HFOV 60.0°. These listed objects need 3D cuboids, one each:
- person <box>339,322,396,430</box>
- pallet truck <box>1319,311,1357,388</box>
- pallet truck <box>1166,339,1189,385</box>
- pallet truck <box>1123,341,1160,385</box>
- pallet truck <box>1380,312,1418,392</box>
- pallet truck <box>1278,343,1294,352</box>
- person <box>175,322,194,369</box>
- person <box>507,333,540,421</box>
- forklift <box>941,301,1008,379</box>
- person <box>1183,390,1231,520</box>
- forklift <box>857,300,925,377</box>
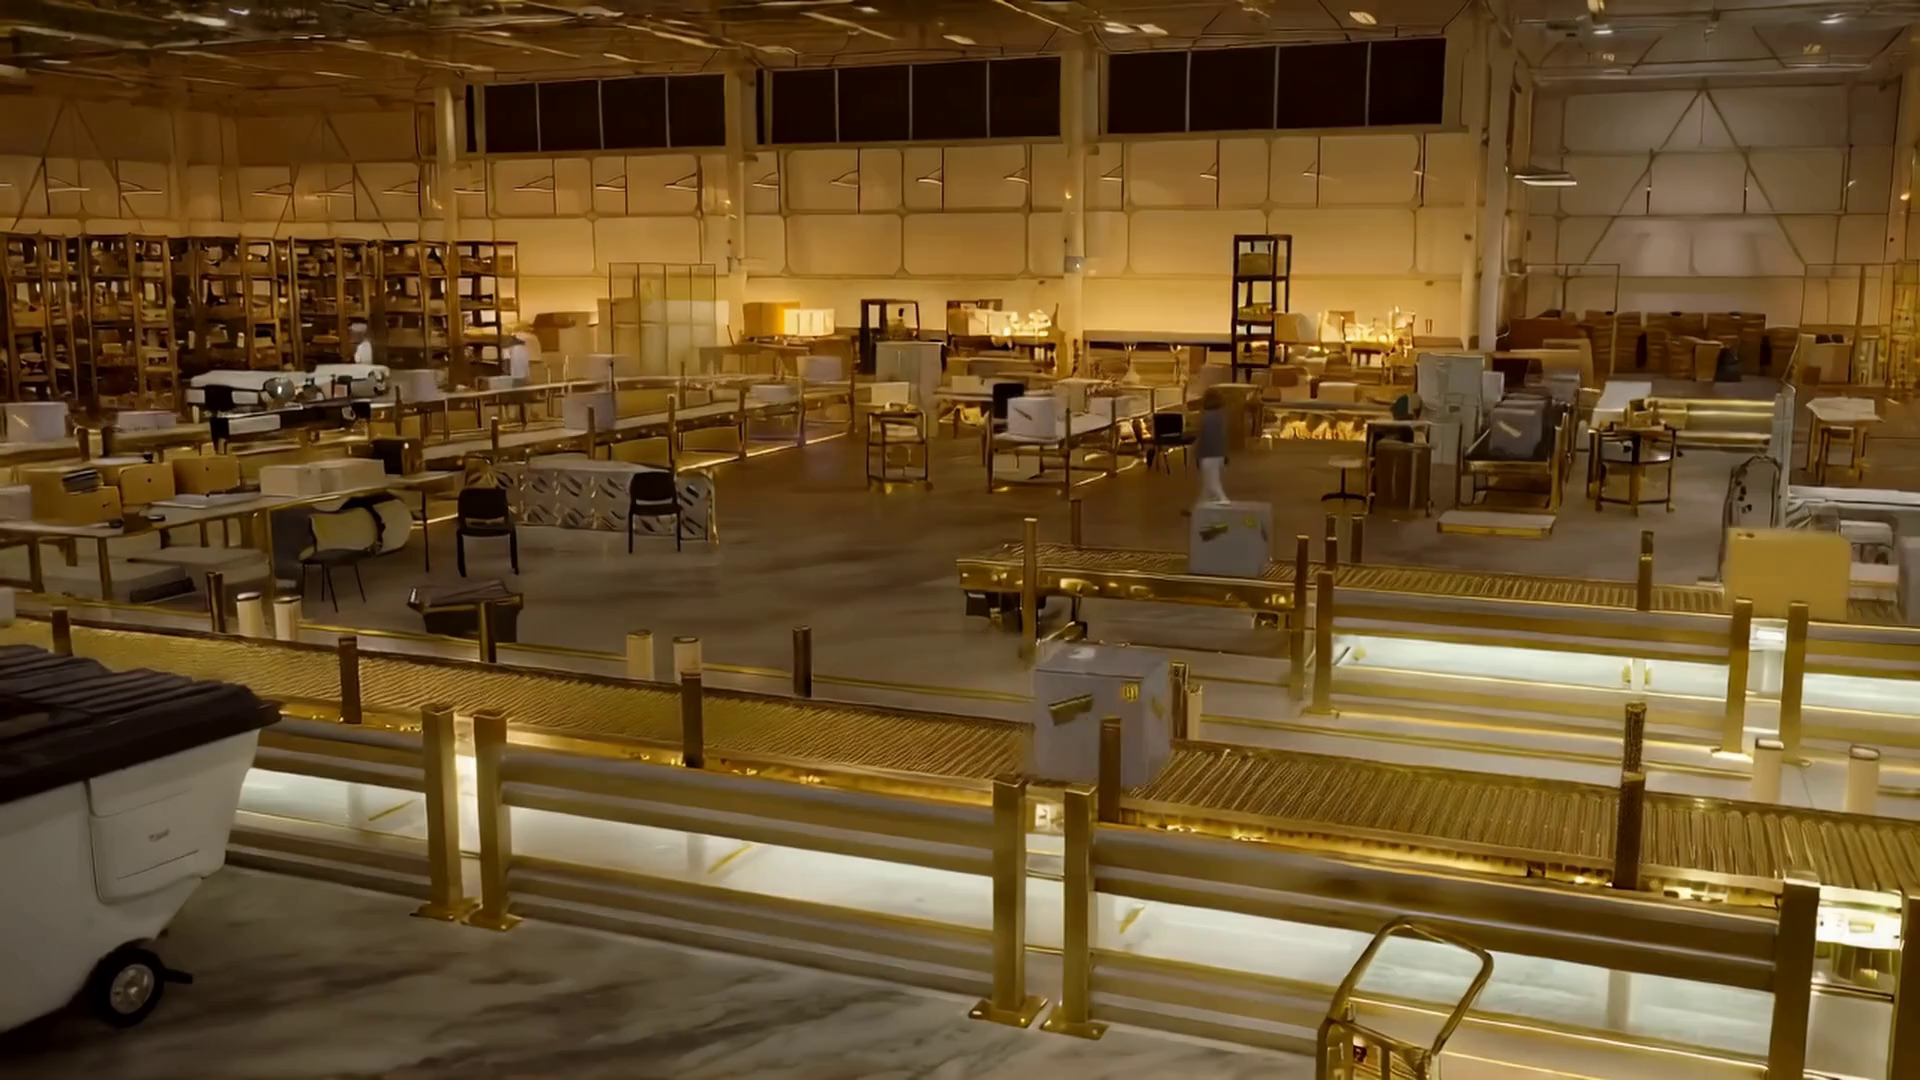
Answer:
[{"bbox_3d":[-10.994,-3.044,30.854,1.015,2.003,0.616,-7,11,-35],"label":"person"},{"bbox_3d":[9.071,-4.419,39.190,0.823,1.965,1.885,5,10,26],"label":"pallet truck"},{"bbox_3d":[5.418,-4.269,40.420,0.704,1.261,1.522,3,10,20],"label":"pallet truck"},{"bbox_3d":[4.445,-4.380,41.279,0.680,1.201,1.601,4,10,22],"label":"pallet truck"},{"bbox_3d":[10.207,-4.283,38.369,0.823,1.965,1.885,3,10,20],"label":"pallet truck"},{"bbox_3d":[7.886,-4.163,39.743,0.653,1.274,1.630,4,10,22],"label":"pallet truck"},{"bbox_3d":[-18.162,-4.361,38.911,0.652,1.970,0.608,4,10,25],"label":"person"},{"bbox_3d":[-8.586,-3.193,32.596,0.525,1.717,0.920,6,11,34],"label":"person"},{"bbox_3d":[0.365,-4.966,41.571,1.157,1.987,2.680,3,10,20],"label":"forklift"},{"bbox_3d":[2.944,-0.959,19.465,0.512,1.589,0.841,-8,13,-41],"label":"person"},{"bbox_3d":[-1.732,-5.109,42.468,1.157,1.987,2.680,4,10,22],"label":"forklift"}]
